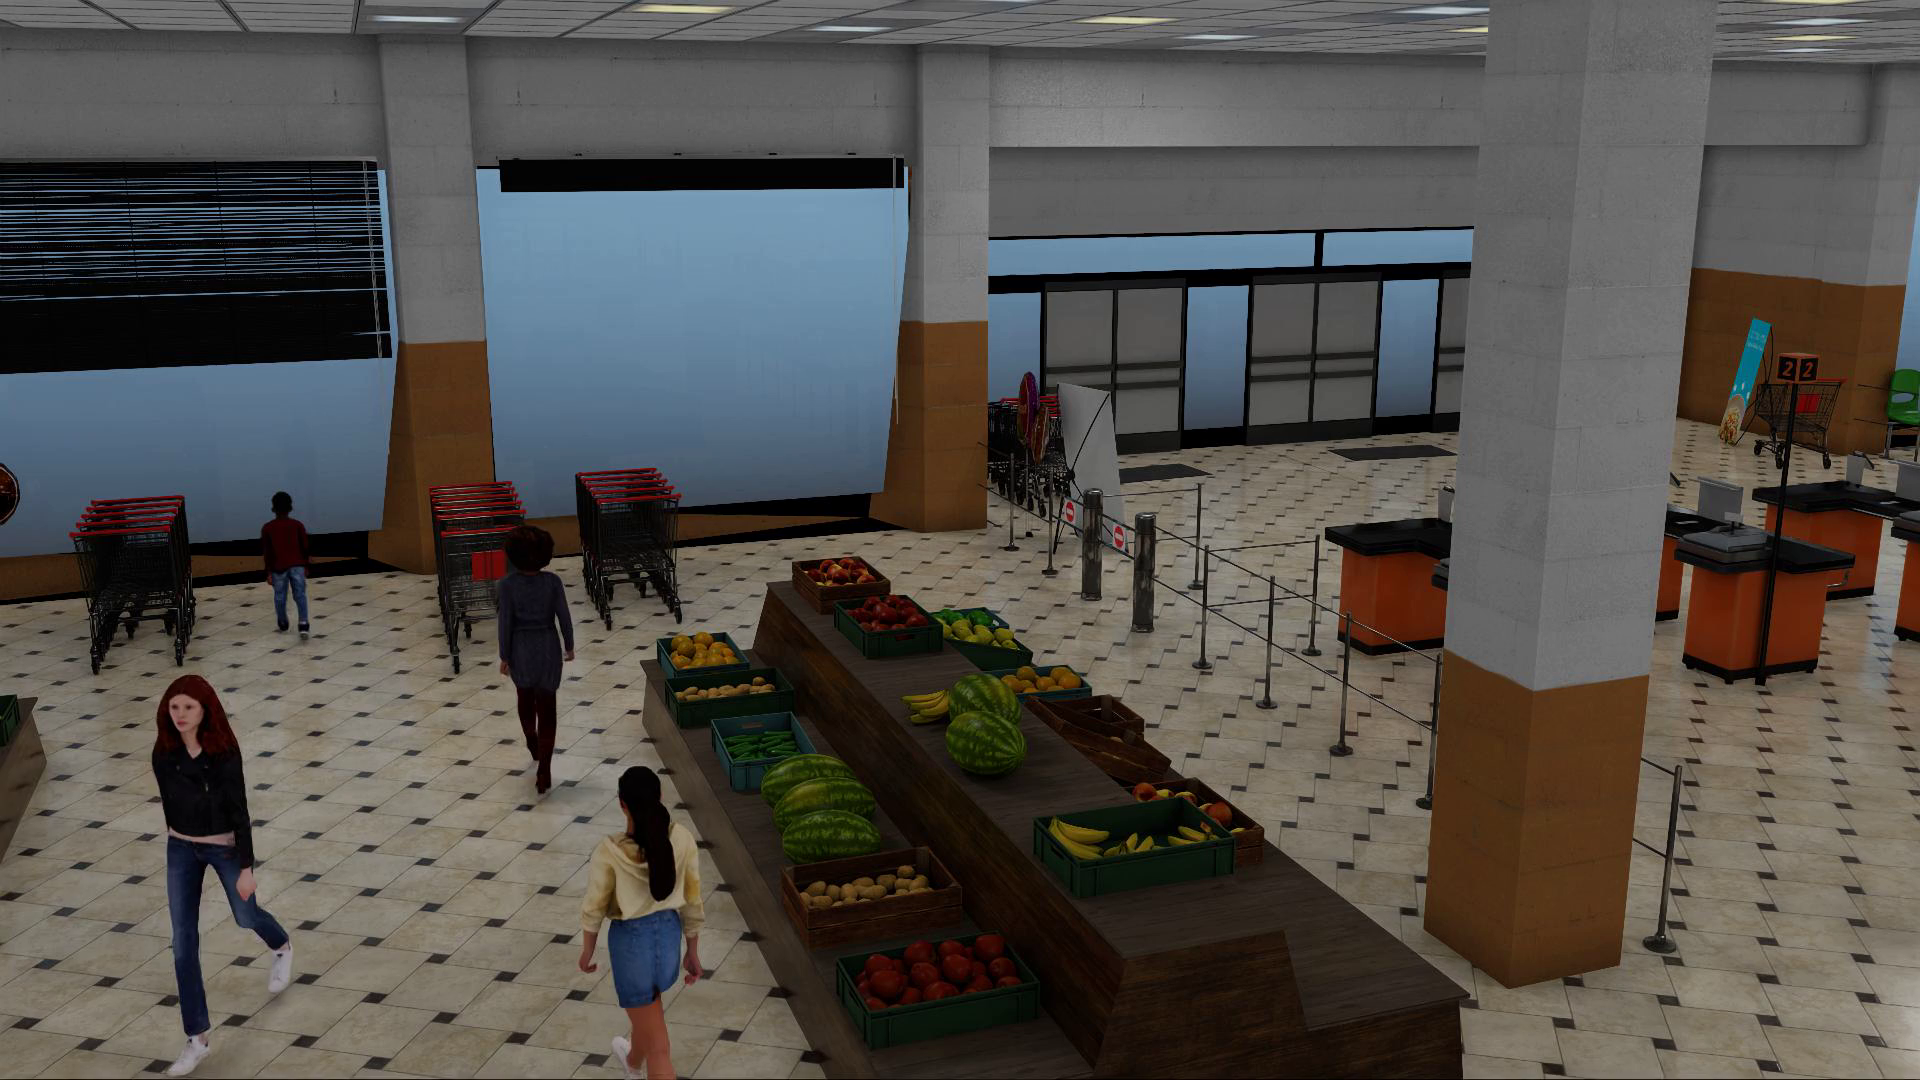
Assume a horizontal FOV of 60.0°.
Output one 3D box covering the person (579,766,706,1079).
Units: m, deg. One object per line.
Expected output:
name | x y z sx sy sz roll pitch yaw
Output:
person | -1.259 1.755 6.805 0.853 1.581 1.178 -10 17 -35

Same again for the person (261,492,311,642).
person | -5.565 0.230 13.799 0.574 1.247 0.888 -7 15 -26

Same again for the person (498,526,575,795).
person | -2.695 0.793 10.585 0.739 1.669 1.128 -2 14 -10

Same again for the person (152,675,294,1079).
person | -3.392 1.463 7.659 0.945 1.746 1.296 0 14 1
